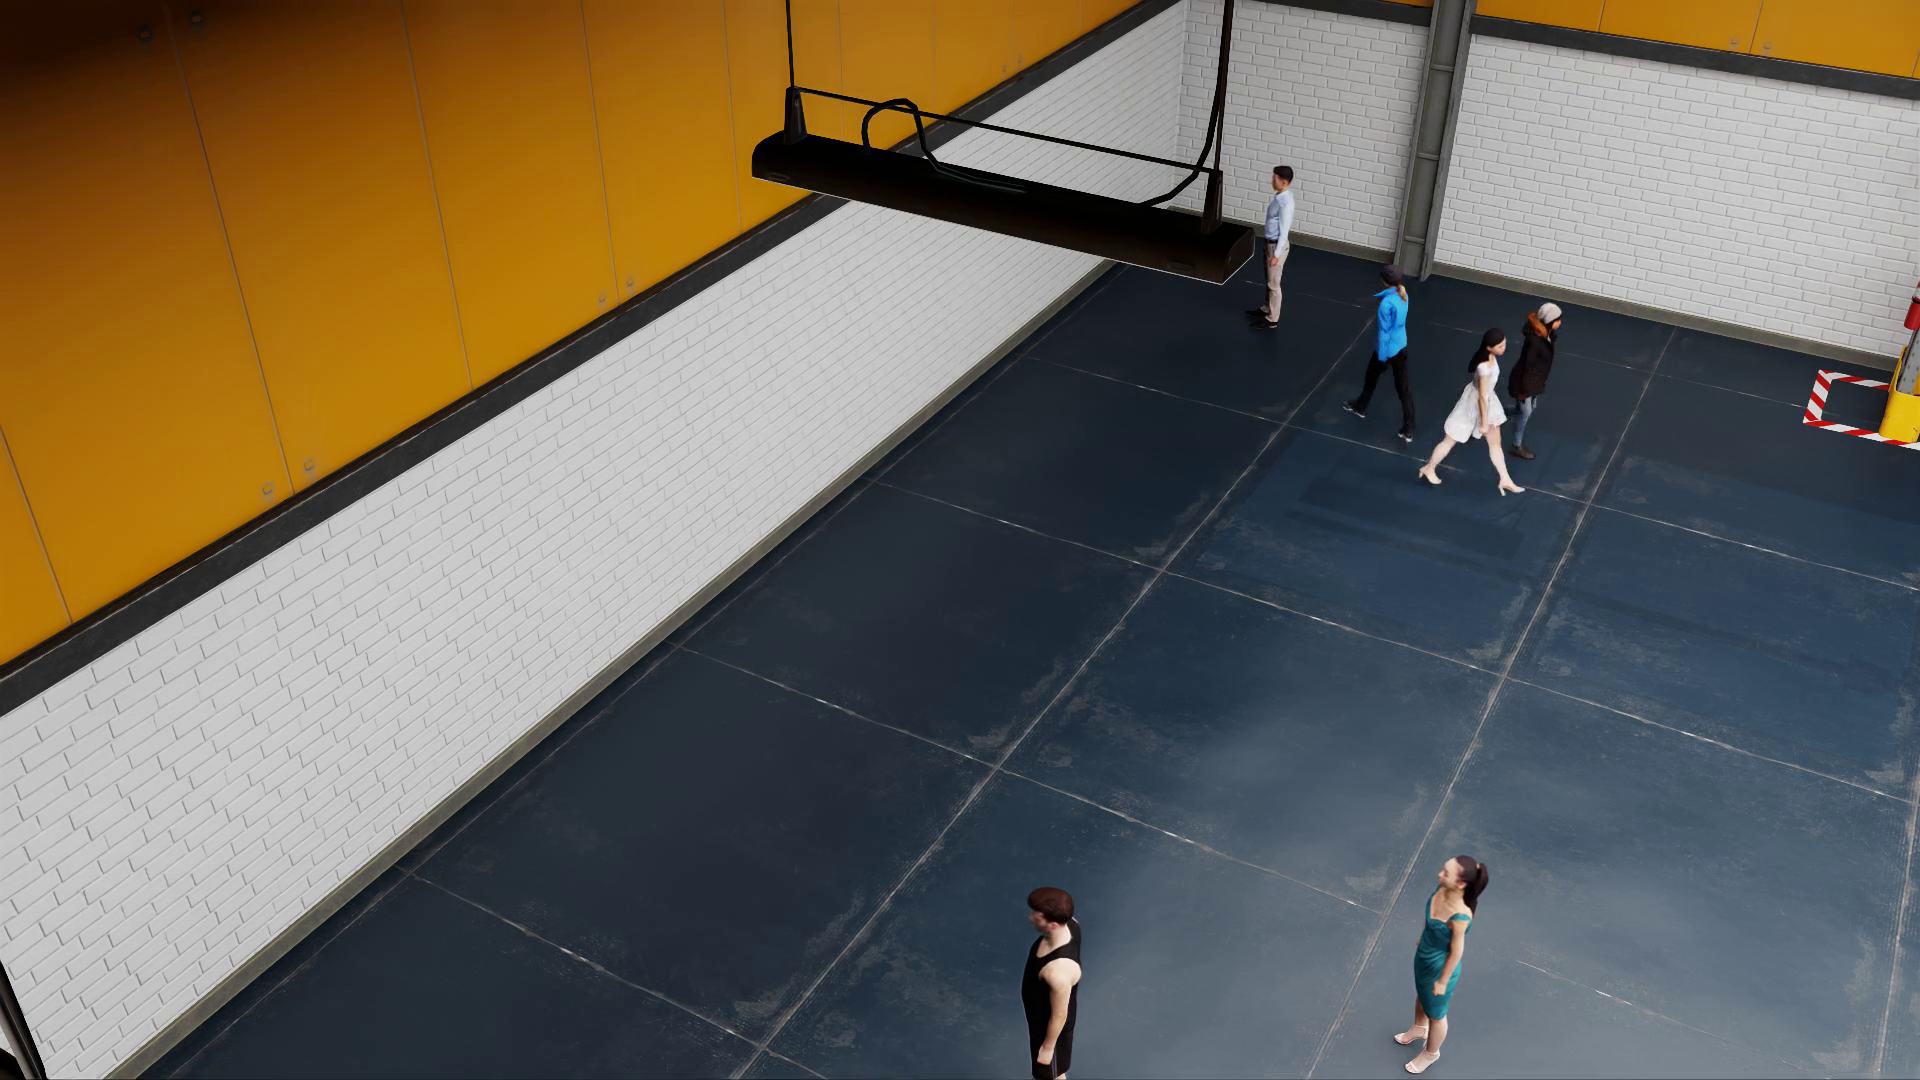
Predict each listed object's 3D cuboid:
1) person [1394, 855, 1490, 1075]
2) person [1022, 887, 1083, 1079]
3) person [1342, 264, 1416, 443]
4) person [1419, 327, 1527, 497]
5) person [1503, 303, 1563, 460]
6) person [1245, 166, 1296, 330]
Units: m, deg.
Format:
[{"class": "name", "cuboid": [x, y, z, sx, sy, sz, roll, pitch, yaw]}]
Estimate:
[{"class": "person", "cuboid": [2.810, 2.479, 9.766, 0.642, 1.685, 0.626, -1, 34, -1]}, {"class": "person", "cuboid": [0.509, 2.647, 9.327, 0.771, 1.893, 0.765, 0, 34, 0]}, {"class": "person", "cuboid": [4.220, -1.768, 16.098, 0.963, 1.750, 1.263, -21, 39, -28]}, {"class": "person", "cuboid": [4.593, -1.149, 15.192, 1.230, 1.722, 0.746, 11, 35, 16]}, {"class": "person", "cuboid": [5.349, -1.549, 15.886, 0.858, 1.619, 0.655, 21, 39, 28]}, {"class": "person", "cuboid": [3.448, -3.209, 18.179, 0.768, 1.845, 0.748, 1, 34, 1]}]
